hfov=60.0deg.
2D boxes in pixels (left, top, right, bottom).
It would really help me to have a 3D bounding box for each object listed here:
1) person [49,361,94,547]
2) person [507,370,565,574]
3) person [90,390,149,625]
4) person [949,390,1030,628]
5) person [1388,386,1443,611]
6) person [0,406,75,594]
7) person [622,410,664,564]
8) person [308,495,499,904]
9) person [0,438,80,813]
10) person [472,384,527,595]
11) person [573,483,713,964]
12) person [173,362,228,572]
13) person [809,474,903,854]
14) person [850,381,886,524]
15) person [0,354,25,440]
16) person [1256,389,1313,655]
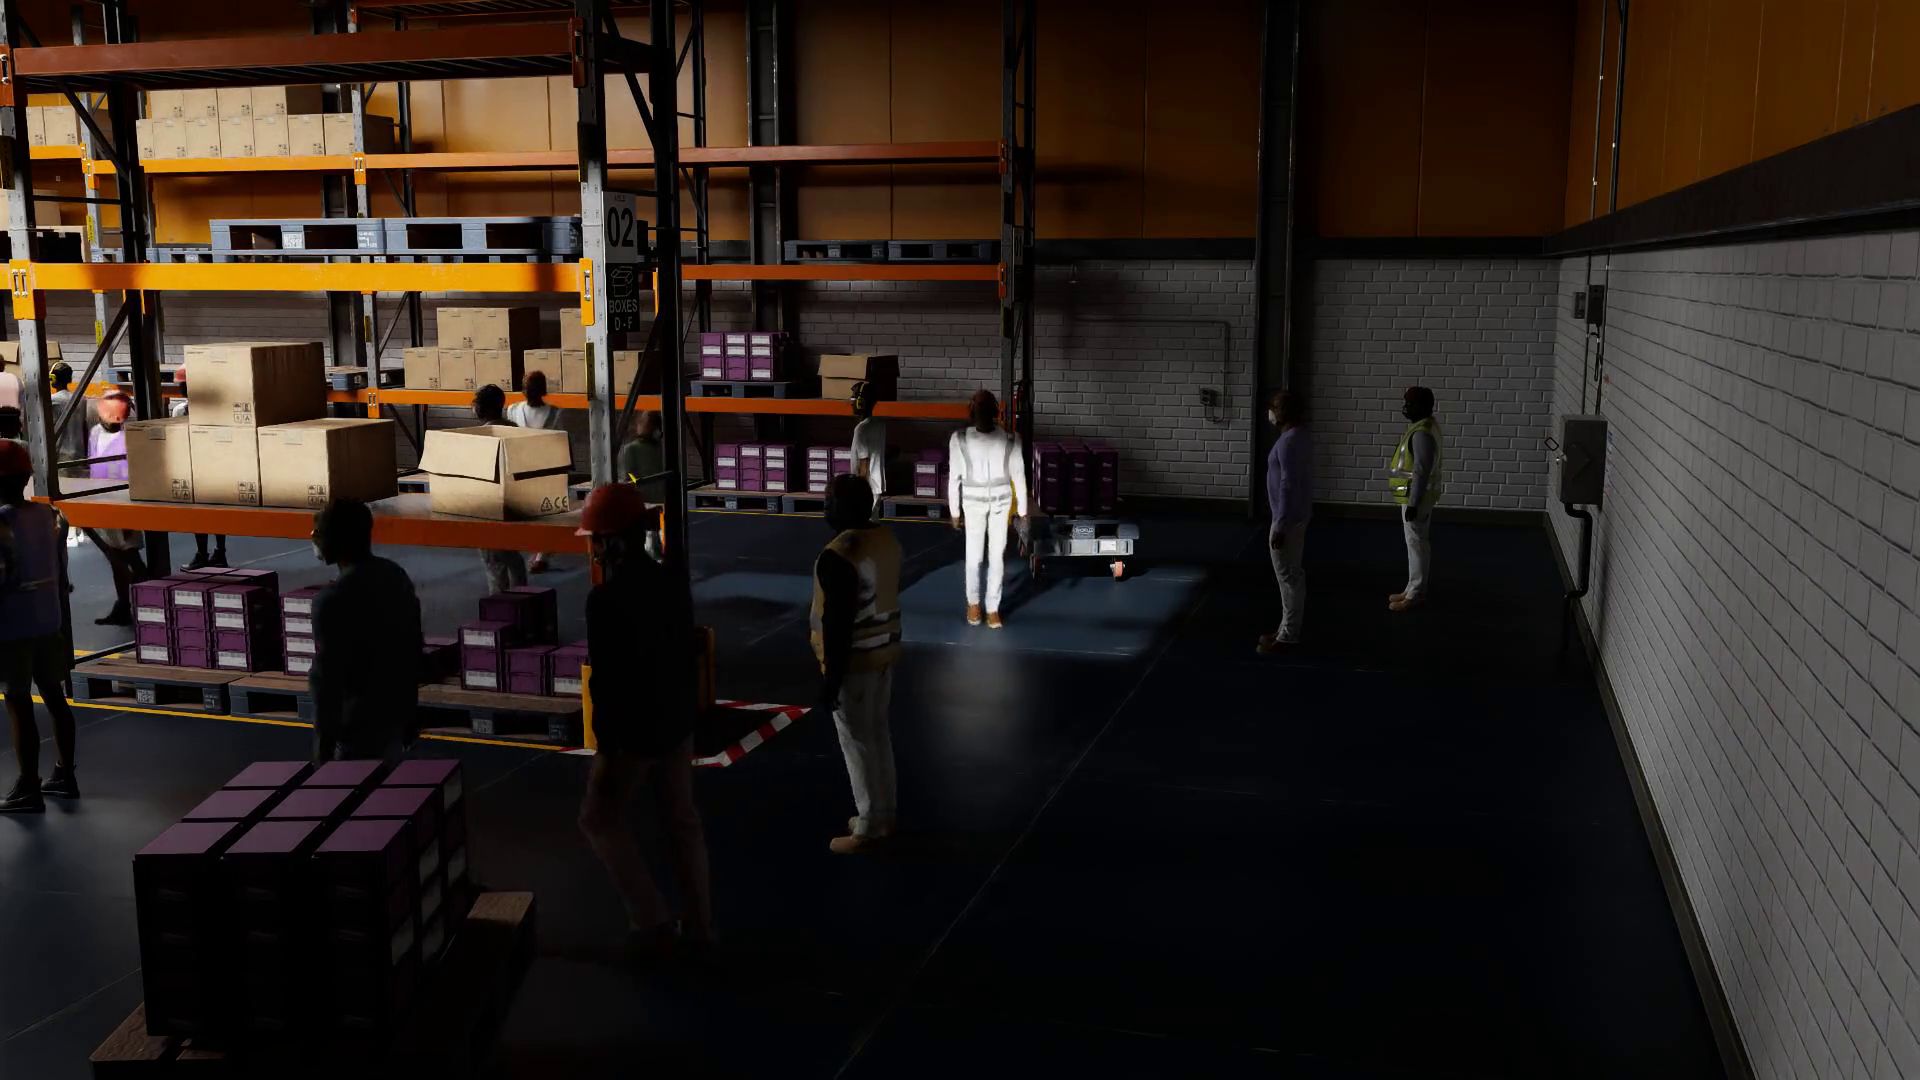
[{"bbox_3d":[-9.002,-0.863,16.758,0.328,1.872,0.514,3,10,16],"label":"person"},{"bbox_3d":[-3.895,-0.617,15.251,0.617,1.870,0.407,2,10,12],"label":"person"},{"bbox_3d":[-6.537,-0.230,12.894,0.662,1.884,0.376,6,11,34],"label":"person"},{"bbox_3d":[0.225,-0.232,12.926,0.600,1.870,0.430,-1,9,-8],"label":"person"},{"bbox_3d":[3.728,-0.337,13.641,0.429,1.844,0.626,3,10,16],"label":"person"},{"bbox_3d":[-7.986,-0.306,14.035,0.886,1.643,0.535,3,10,17],"label":"person"},{"bbox_3d":[-2.578,-0.286,13.974,0.517,1.625,0.348,-7,12,-38],"label":"person"},{"bbox_3d":[-2.366,0.756,6.822,0.929,1.904,0.637,1,9,7],"label":"person"},{"bbox_3d":[-4.848,0.441,8.591,0.353,1.942,0.545,3,10,16],"label":"person"},{"bbox_3d":[-3.508,-0.212,12.578,0.369,1.940,0.631,3,10,16],"label":"person"},{"bbox_3d":[-1.248,0.749,6.624,0.539,1.963,0.747,5,10,27],"label":"person"},{"bbox_3d":[-7.038,-0.669,15.358,0.353,1.942,0.545,3,10,16],"label":"person"},{"bbox_3d":[-0.490,0.601,8.025,0.471,1.824,0.650,4,10,22],"label":"person"},{"bbox_3d":[-0.786,-0.375,13.782,0.328,1.872,0.514,3,10,16],"label":"person"},{"bbox_3d":[-11.096,-1.253,19.215,0.429,1.846,0.626,3,10,16],"label":"person"},{"bbox_3d":[2.371,-0.131,12.086,0.372,1.940,0.630,3,10,16],"label":"person"}]
